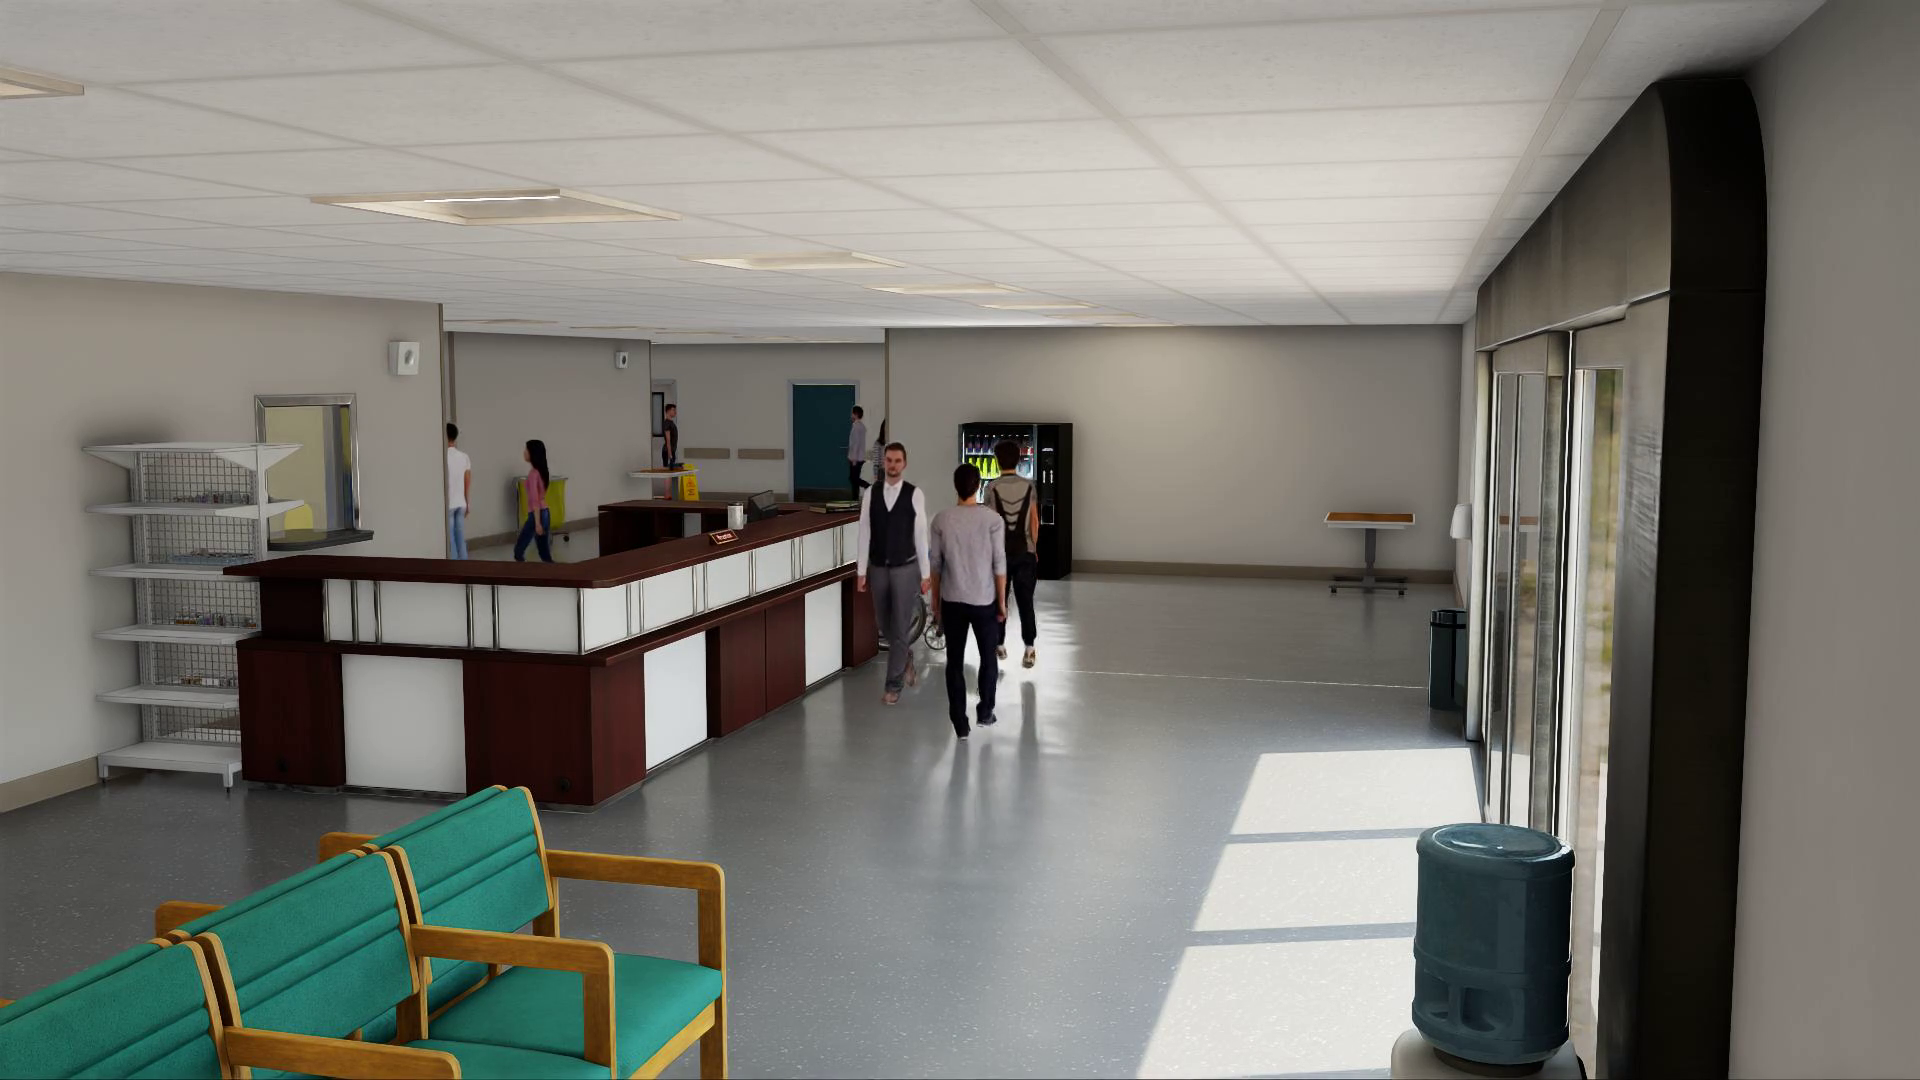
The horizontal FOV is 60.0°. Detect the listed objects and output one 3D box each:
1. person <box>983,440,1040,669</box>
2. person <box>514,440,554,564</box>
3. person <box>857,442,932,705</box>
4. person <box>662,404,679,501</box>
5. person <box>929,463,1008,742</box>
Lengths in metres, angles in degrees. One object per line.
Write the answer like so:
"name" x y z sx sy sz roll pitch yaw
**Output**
"person" 0.457 0.152 13.553 1.241 1.850 1.026 -1 6 -8
"person" -4.397 -0.190 17.589 0.921 1.724 0.723 0 6 1
"person" -0.471 0.233 12.433 1.035 1.914 0.766 1 6 14
"person" -5.509 -1.658 31.512 0.653 1.858 0.704 0 6 -2
"person" 0.042 0.422 11.001 0.799 1.825 0.811 1 6 6
